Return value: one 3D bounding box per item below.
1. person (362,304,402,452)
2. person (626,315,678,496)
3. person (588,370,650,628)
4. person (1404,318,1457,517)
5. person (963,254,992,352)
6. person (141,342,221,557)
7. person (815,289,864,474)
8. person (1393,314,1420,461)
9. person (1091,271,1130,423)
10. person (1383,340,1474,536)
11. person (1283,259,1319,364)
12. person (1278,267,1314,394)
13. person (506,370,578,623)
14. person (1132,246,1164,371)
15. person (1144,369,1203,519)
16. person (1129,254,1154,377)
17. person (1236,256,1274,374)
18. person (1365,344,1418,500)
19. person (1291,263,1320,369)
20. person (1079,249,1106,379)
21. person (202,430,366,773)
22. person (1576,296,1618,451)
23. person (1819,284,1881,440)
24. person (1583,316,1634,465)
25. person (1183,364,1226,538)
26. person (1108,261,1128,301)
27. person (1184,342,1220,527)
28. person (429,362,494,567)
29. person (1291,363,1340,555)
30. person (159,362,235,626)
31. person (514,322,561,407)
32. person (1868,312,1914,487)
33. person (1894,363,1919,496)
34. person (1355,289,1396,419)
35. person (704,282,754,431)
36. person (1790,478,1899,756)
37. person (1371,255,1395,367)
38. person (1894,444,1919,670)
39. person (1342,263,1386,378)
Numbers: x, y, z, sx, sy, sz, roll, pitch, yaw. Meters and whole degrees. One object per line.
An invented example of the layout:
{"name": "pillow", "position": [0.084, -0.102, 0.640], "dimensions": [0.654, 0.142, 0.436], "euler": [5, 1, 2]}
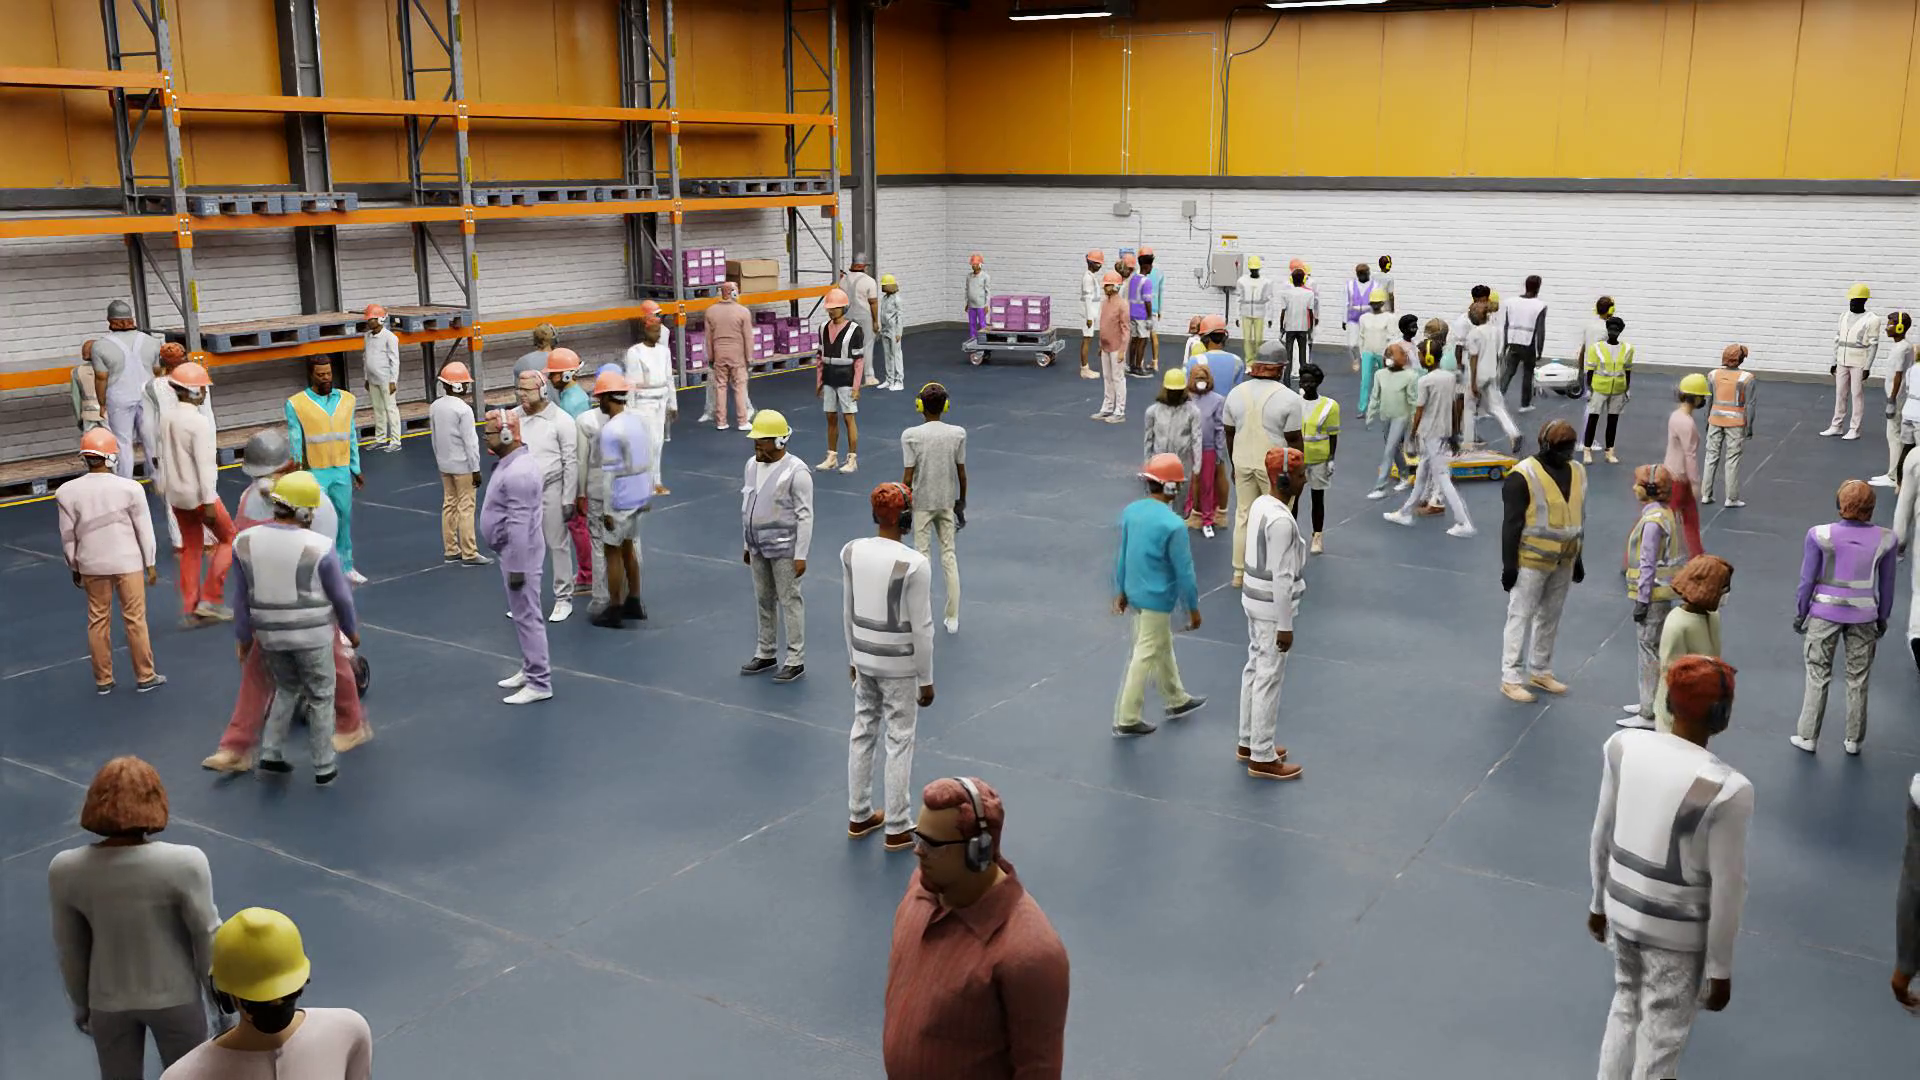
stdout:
{"name": "person", "position": [-6.907, -1.930, 19.804], "dimensions": [0.562, 1.752, 0.324], "euler": [8, 15, 31]}
{"name": "person", "position": [-3.152, -1.370, 17.114], "dimensions": [0.414, 1.871, 0.613], "euler": [8, 15, 32]}
{"name": "person", "position": [-2.572, -0.314, 12.437], "dimensions": [0.495, 1.913, 0.584], "euler": [3, 13, 15]}
{"name": "person", "position": [4.617, -1.197, 16.224], "dimensions": [0.359, 1.937, 0.635], "euler": [0, 13, -1]}
{"name": "person", "position": [0.298, -4.232, 29.787], "dimensions": [0.563, 1.753, 0.327], "euler": [11, 17, 39]}
{"name": "person", "position": [-6.800, -0.786, 14.564], "dimensions": [0.573, 1.883, 0.356], "euler": [-2, 13, -11]}
{"name": "person", "position": [-1.348, -1.751, 18.398], "dimensions": [0.608, 2.042, 0.374], "euler": [8, 15, 31]}
{"name": "person", "position": [5.124, -1.756, 19.180], "dimensions": [0.318, 1.697, 0.535], "euler": [11, 17, 39]}
{"name": "person", "position": [2.005, -2.549, 21.960], "dimensions": [0.379, 1.996, 0.608], "euler": [-6, 14, -25]}
{"name": "person", "position": [4.411, -0.954, 15.470], "dimensions": [0.543, 1.817, 1.004], "euler": [-11, 17, -40]}
{"name": "person", "position": [5.426, -3.546, 26.542], "dimensions": [0.585, 1.880, 0.613], "euler": [2, 13, 11]}
{"name": "person", "position": [4.956, -3.074, 24.511], "dimensions": [0.513, 1.873, 0.328], "euler": [2, 13, 8]}
{"name": "person", "position": [-3.182, -0.330, 12.529], "dimensions": [0.636, 1.911, 0.404], "euler": [5, 14, 21]}
{"name": "person", "position": [3.022, -3.760, 27.139], "dimensions": [0.613, 2.034, 0.408], "euler": [-6, 14, -25]}
{"name": "person", "position": [1.826, -0.625, 14.268], "dimensions": [0.494, 1.689, 0.915], "euler": [1, 13, 3]}
{"name": "person", "position": [2.881, -3.577, 26.507], "dimensions": [0.371, 1.959, 0.637], "euler": [-5, 14, -22]}
{"name": "person", "position": [4.748, -3.622, 26.842], "dimensions": [0.601, 1.903, 0.440], "euler": [5, 14, 19]}
{"name": "person", "position": [4.496, -1.249, 17.217], "dimensions": [0.855, 1.589, 0.515], "euler": [-11, 17, -39]}
{"name": "person", "position": [5.622, -3.655, 27.291], "dimensions": [0.530, 1.760, 0.340], "euler": [4, 14, 17]}
{"name": "person", "position": [2.085, -3.565, 26.293], "dimensions": [0.408, 2.031, 0.609], "euler": [2, 13, 8]}
{"name": "person", "position": [-3.859, 0.314, 9.444], "dimensions": [0.689, 2.000, 0.986], "euler": [5, 14, 20]}
{"name": "person", "position": [7.629, -1.966, 19.763], "dimensions": [0.548, 1.844, 0.535], "euler": [-4, 14, -16]}
{"name": "person", "position": [11.070, -2.209, 20.635], "dimensions": [0.364, 1.928, 0.586], "euler": [-5, 14, -21]}
{"name": "person", "position": [7.373, -1.700, 18.927], "dimensions": [0.537, 1.698, 0.321], "euler": [0, 13, 1]}
{"name": "person", "position": [2.179, -0.813, 15.261], "dimensions": [0.499, 1.625, 0.309], "euler": [1, 13, 3]}
{"name": "person", "position": [2.533, -3.551, 26.670], "dimensions": [0.349, 1.837, 0.502], "euler": [-1, 13, -6]}
{"name": "person", "position": [2.286, -0.998, 15.742], "dimensions": [0.533, 1.765, 0.329], "euler": [10, 17, 38]}
{"name": "person", "position": [-4.280, -0.649, 14.250], "dimensions": [0.572, 1.750, 0.331], "euler": [11, 17, 39]}
{"name": "person", "position": [3.064, -0.715, 14.660], "dimensions": [0.535, 1.697, 0.321], "euler": [6, 14, 25]}
{"name": "person", "position": [-5.655, -0.336, 12.387], "dimensions": [0.642, 1.975, 0.508], "euler": [9, 16, 35]}
{"name": "person", "position": [-3.875, -1.082, 15.726], "dimensions": [0.636, 1.938, 0.364], "euler": [4, 13, 15]}
{"name": "person", "position": [9.942, -1.492, 17.694], "dimensions": [0.352, 1.859, 0.508], "euler": [8, 15, 32]}
{"name": "person", "position": [9.802, -1.234, 16.937], "dimensions": [0.322, 1.687, 0.535], "euler": [-1, 13, -2]}
{"name": "person", "position": [5.647, -2.535, 22.487], "dimensions": [0.528, 1.736, 0.868], "euler": [8, 15, 30]}
{"name": "person", "position": [-2.925, -2.343, 21.276], "dimensions": [0.644, 1.903, 0.399], "euler": [4, 14, 16]}
{"name": "person", "position": [5.145, 0.457, 9.701], "dimensions": [0.523, 1.639, 0.306], "euler": [3, 13, 11]}
{"name": "person", "position": [7.009, -3.776, 27.557], "dimensions": [0.328, 1.872, 0.510], "euler": [-10, 16, -36]}
{"name": "person", "position": [6.630, 0.007, 11.149], "dimensions": [0.664, 1.878, 0.758], "euler": [7, 15, 27]}
{"name": "person", "position": [6.400, -3.476, 26.366], "dimensions": [0.701, 1.818, 0.471], "euler": [5, 14, 20]}
